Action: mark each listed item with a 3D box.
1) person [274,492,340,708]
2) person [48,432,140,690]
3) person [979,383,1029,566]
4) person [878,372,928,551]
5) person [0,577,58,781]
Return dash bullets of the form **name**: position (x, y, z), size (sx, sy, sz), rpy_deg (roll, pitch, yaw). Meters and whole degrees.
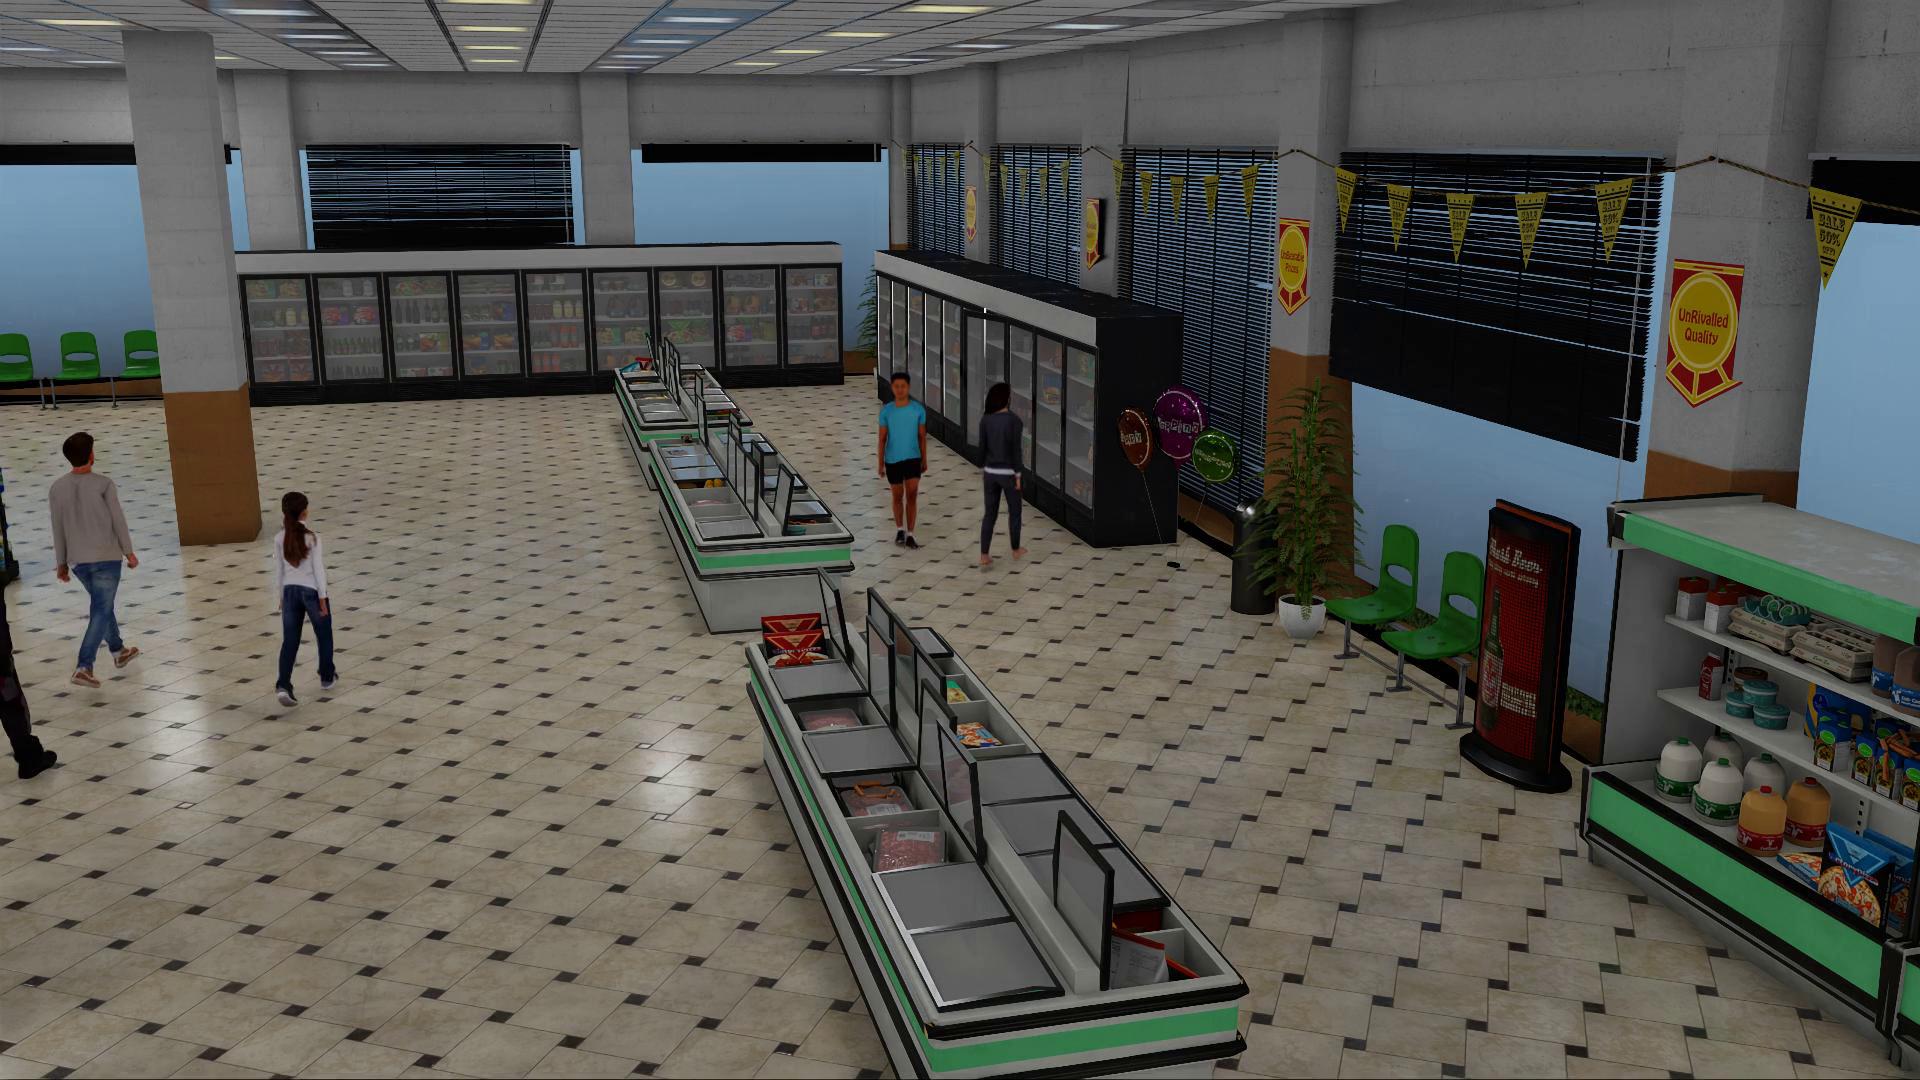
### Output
- **person**: position (-4.745, 0.446, 11.914), size (0.701, 1.526, 1.101), rpy_deg (0, 14, -1)
- **person**: position (-6.420, 0.188, 12.263), size (0.922, 1.863, 1.304), rpy_deg (1, 14, 3)
- **person**: position (0.361, -0.591, 15.744), size (0.988, 1.735, 1.112), rpy_deg (5, 15, 20)
- **person**: position (-0.573, -0.795, 16.557), size (0.771, 1.749, 0.989), rpy_deg (0, 14, -1)
- **person**: position (-6.055, 0.750, 10.078), size (0.935, 1.801, 1.281), rpy_deg (1, 14, 3)
